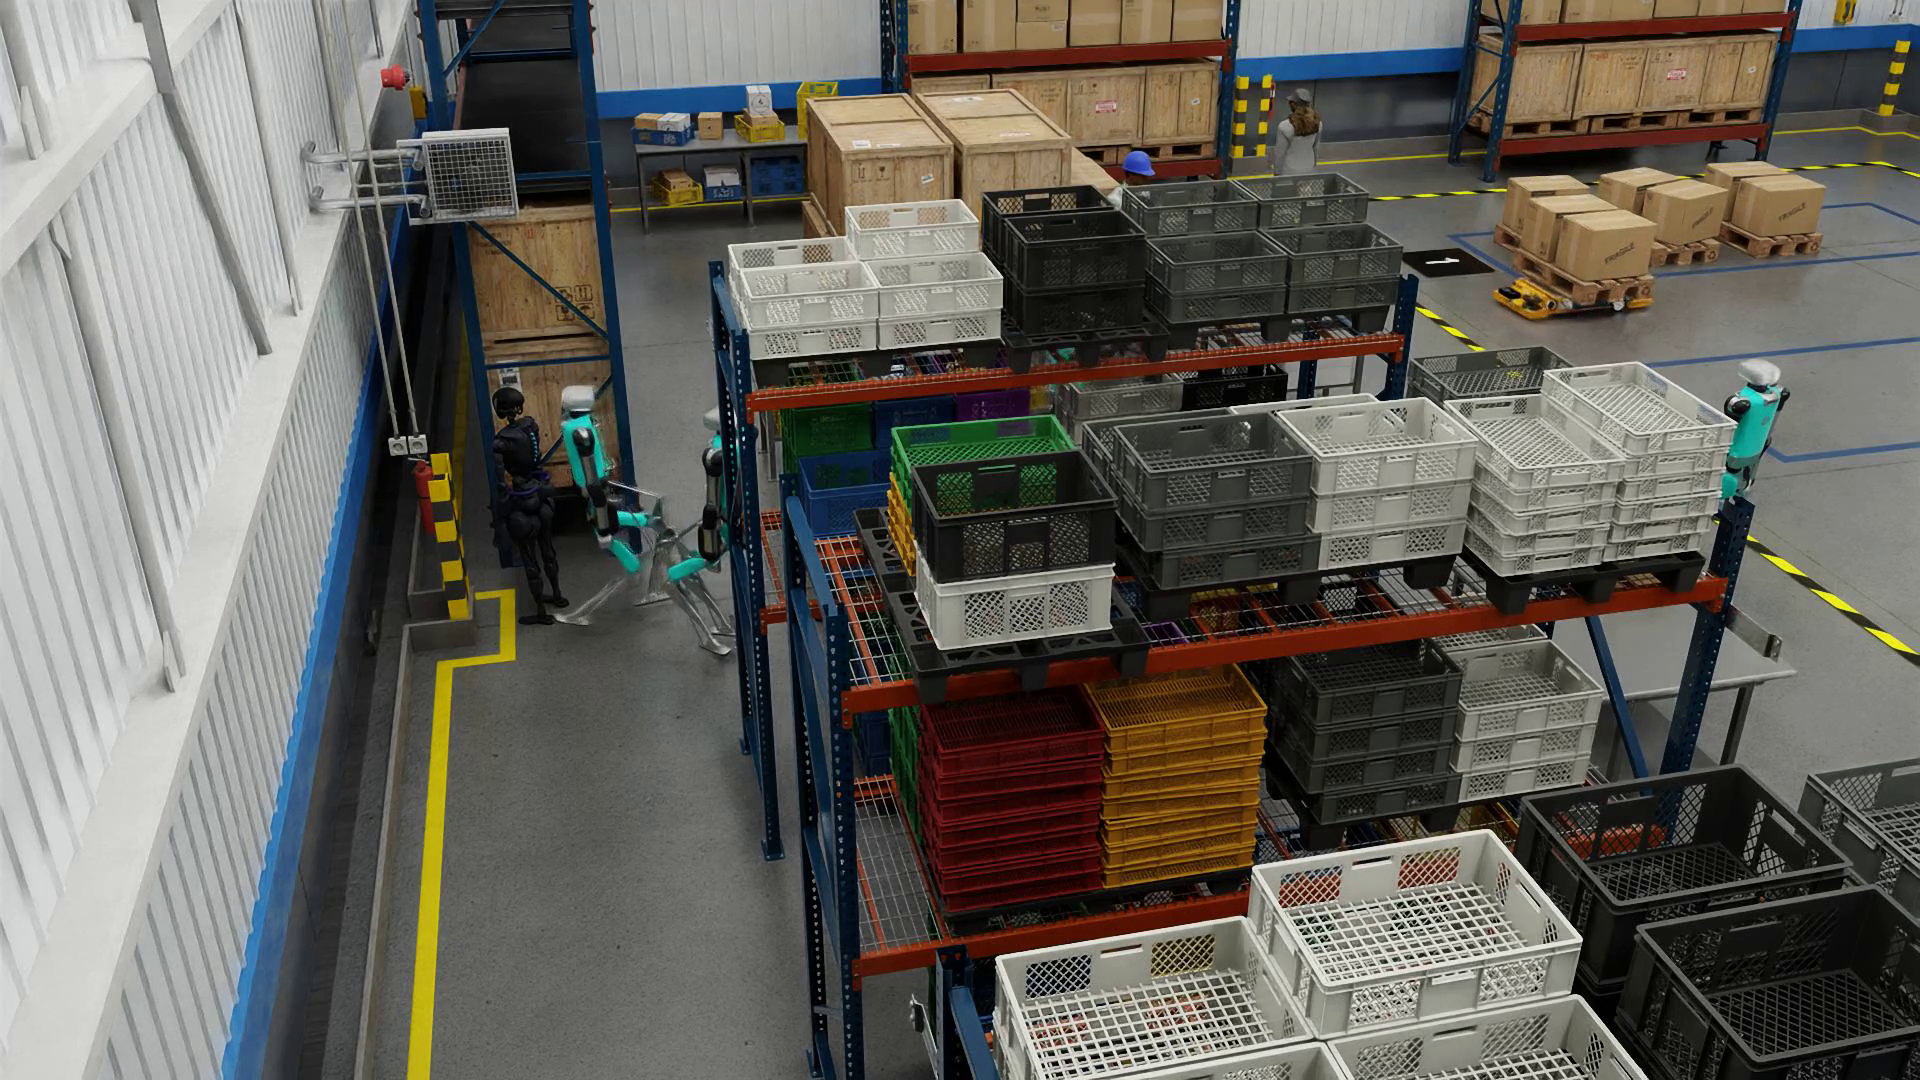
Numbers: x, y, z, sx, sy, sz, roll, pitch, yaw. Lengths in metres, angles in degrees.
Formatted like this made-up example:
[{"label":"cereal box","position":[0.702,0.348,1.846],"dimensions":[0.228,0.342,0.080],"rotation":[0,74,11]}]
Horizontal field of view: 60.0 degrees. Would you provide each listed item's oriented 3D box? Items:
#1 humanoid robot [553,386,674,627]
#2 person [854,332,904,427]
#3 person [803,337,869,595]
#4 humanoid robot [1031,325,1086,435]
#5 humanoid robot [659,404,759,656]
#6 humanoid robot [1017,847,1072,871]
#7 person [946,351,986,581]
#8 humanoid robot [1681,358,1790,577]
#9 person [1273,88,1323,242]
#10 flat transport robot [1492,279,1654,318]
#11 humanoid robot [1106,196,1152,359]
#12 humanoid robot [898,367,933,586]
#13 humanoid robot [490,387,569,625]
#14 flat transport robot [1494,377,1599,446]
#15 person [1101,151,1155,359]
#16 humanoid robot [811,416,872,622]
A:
[{"label":"humanoid robot","position":[-2.222,-0.208,10.872],"dimensions":[1.040,1.726,0.543],"rotation":[-10,30,-19]},{"label":"person","position":[-0.460,-0.648,11.561],"dimensions":[0.598,1.874,0.431],"rotation":[-1,28,-2]},{"label":"person","position":[-0.812,-0.485,11.112],"dimensions":[0.498,2.012,0.724],"rotation":[-14,31,-25]},{"label":"humanoid robot","position":[0.590,-0.765,11.940],"dimensions":[0.836,1.792,0.542],"rotation":[-1,28,-1]},{"label":"humanoid robot","position":[-1.631,-0.097,10.510],"dimensions":[0.735,1.677,0.533],"rotation":[11,30,19]},{"label":"humanoid robot","position":[0.515,1.092,8.473],"dimensions":[0.609,1.644,0.426],"rotation":[11,30,20]},{"label":"person","position":[0.032,-0.408,11.144],"dimensions":[0.404,1.832,0.589],"rotation":[21,34,34]},{"label":"humanoid robot","position":[5.040,-0.480,11.245],"dimensions":[0.533,1.671,0.735],"rotation":[-15,31,-26]},{"label":"person","position":[3.635,-3.995,18.014],"dimensions":[0.572,1.768,0.399],"rotation":[-13,31,-23]},{"label":"flat transport robot","position":[6.180,-2.491,16.744],"dimensions":[1.431,0.197,0.652],"rotation":[-7,29,-14]},{"label":"humanoid robot","position":[1.435,-2.256,14.822],"dimensions":[0.463,1.647,0.617],"rotation":[7,29,13]},{"label":"humanoid robot","position":[-0.360,-0.399,11.239],"dimensions":[0.670,1.814,0.538],"rotation":[21,34,34]},{"label":"humanoid robot","position":[-2.865,-0.228,10.952],"dimensions":[0.315,1.657,0.599],"rotation":[8,29,14]},{"label":"flat transport robot","position":[4.780,-1.036,14.013],"dimensions":[0.659,0.231,1.431],"rotation":[-6,28,-12]},{"label":"person","position":[1.538,-2.587,15.171],"dimensions":[0.422,1.937,0.608],"rotation":[23,35,36]},{"label":"humanoid robot","position":[-0.823,-0.232,10.959],"dimensions":[0.599,1.657,0.315],"rotation":[10,29,18]}]
